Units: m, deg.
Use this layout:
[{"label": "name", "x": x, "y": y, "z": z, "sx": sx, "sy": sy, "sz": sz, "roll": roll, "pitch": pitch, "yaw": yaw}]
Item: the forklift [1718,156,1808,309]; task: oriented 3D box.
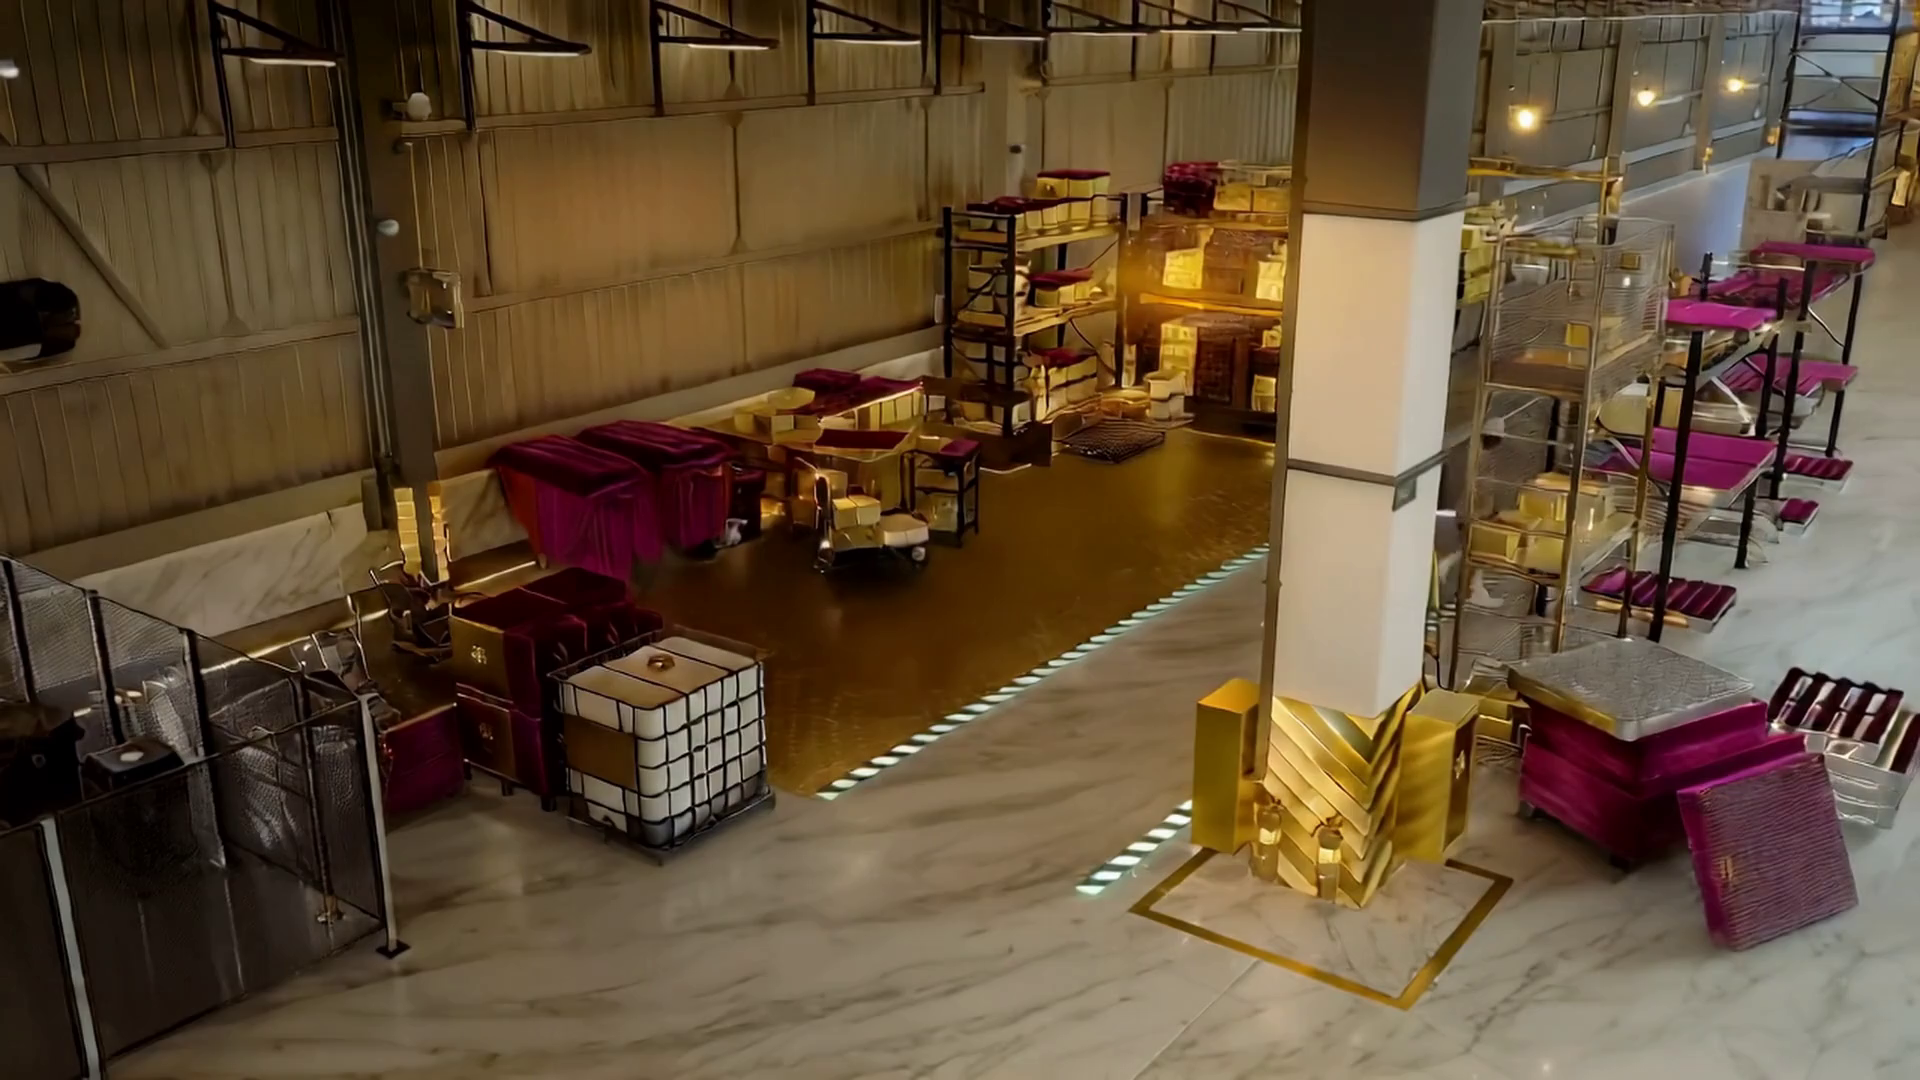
[{"label": "forklift", "x": 15.237, "y": -5.796, "z": 31.358, "sx": 1.129, "sy": 2.768, "sz": 1.873, "roll": 13, "pitch": 22, "yaw": 34}]

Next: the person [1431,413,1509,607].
[{"label": "person", "x": 4.983, "y": -0.318, "z": 16.115, "sx": 0.647, "sy": 1.918, "sz": 0.567, "roll": 11, "pitch": 21, "yaw": 30}]
